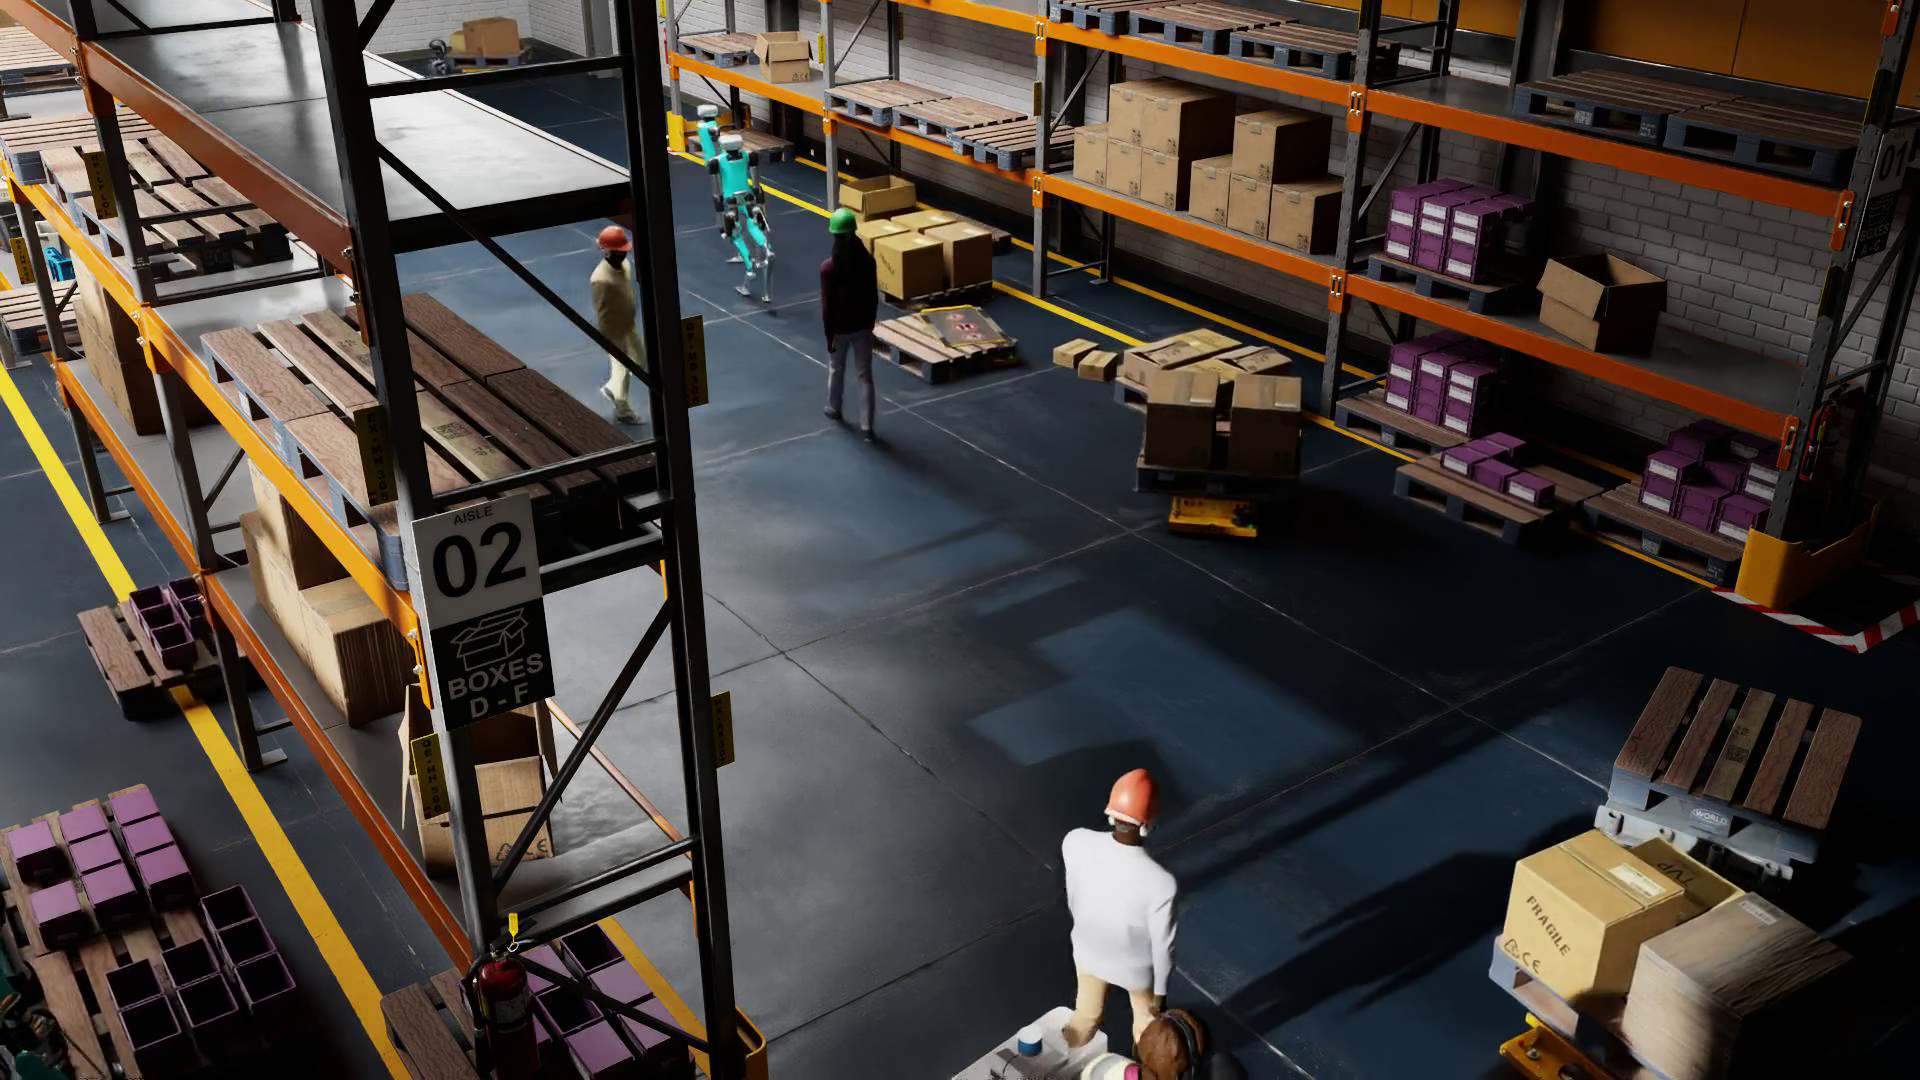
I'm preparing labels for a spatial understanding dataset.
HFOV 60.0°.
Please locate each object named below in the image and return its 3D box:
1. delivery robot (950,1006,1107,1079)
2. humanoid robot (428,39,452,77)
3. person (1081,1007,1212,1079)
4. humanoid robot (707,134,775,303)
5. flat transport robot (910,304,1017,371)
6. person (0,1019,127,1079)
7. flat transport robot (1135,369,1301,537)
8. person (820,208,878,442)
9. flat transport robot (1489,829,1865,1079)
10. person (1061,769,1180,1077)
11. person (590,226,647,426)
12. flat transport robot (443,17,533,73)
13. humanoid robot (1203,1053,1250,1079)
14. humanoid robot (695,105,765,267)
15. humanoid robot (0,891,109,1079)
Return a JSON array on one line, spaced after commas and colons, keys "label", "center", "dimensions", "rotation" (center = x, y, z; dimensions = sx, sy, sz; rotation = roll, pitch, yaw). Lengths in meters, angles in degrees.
[{"label": "delivery robot", "center": [0.298, 2.309, 7.050], "dimensions": [0.753, 0.570, 0.499], "rotation": [-23, 34, -38]}, {"label": "humanoid robot", "center": [-6.783, -5.719, 21.798], "dimensions": [0.381, 1.648, 0.599], "rotation": [-15, 30, -27]}, {"label": "person", "center": [0.758, 2.312, 5.679], "dimensions": [0.912, 1.801, 0.633], "rotation": [-15, 30, -27]}, {"label": "humanoid robot", "center": [-2.103, -3.102, 16.600], "dimensions": [0.561, 1.767, 1.066], "rotation": [-14, 30, -25]}, {"label": "flat transport robot", "center": [0.016, -1.958, 15.882], "dimensions": [0.659, 0.231, 1.431], "rotation": [-8, 28, -15]}, {"label": "person", "center": [-3.965, 1.775, 6.741], "dimensions": [0.890, 1.809, 0.544], "rotation": [-14, 30, -25]}, {"label": "flat transport robot", "center": [1.987, -0.426, 12.835], "dimensions": [0.659, 0.231, 1.431], "rotation": [5, 27, 9]}, {"label": "person", "center": [-0.909, -1.791, 13.743], "dimensions": [0.502, 1.920, 0.871], "rotation": [-7, 28, -14]}, {"label": "flat transport robot", "center": [3.218, 2.231, 7.550], "dimensions": [1.431, 0.231, 0.659], "rotation": [-14, 30, -26]}, {"label": "person", "center": [0.645, 1.724, 6.933], "dimensions": [0.580, 1.720, 0.742], "rotation": [17, 31, 30]}, {"label": "person", "center": [-2.843, -1.788, 13.903], "dimensions": [0.419, 1.735, 0.585], "rotation": [7, 27, 13]}, {"label": "flat transport robot", "center": [-7.714, -7.743, 27.388], "dimensions": [0.659, 0.231, 1.431], "rotation": [0, 27, 1]}, {"label": "humanoid robot", "center": [0.909, 2.364, 5.725], "dimensions": [0.613, 1.635, 0.420], "rotation": [-5, 27, -10]}, {"label": "humanoid robot", "center": [-2.390, -3.815, 17.968], "dimensions": [0.838, 1.799, 0.603], "rotation": [-14, 30, -25]}, {"label": "humanoid robot", "center": [-3.453, 2.055, 6.286], "dimensions": [0.705, 1.800, 0.535], "rotation": [4, 27, 9]}]
